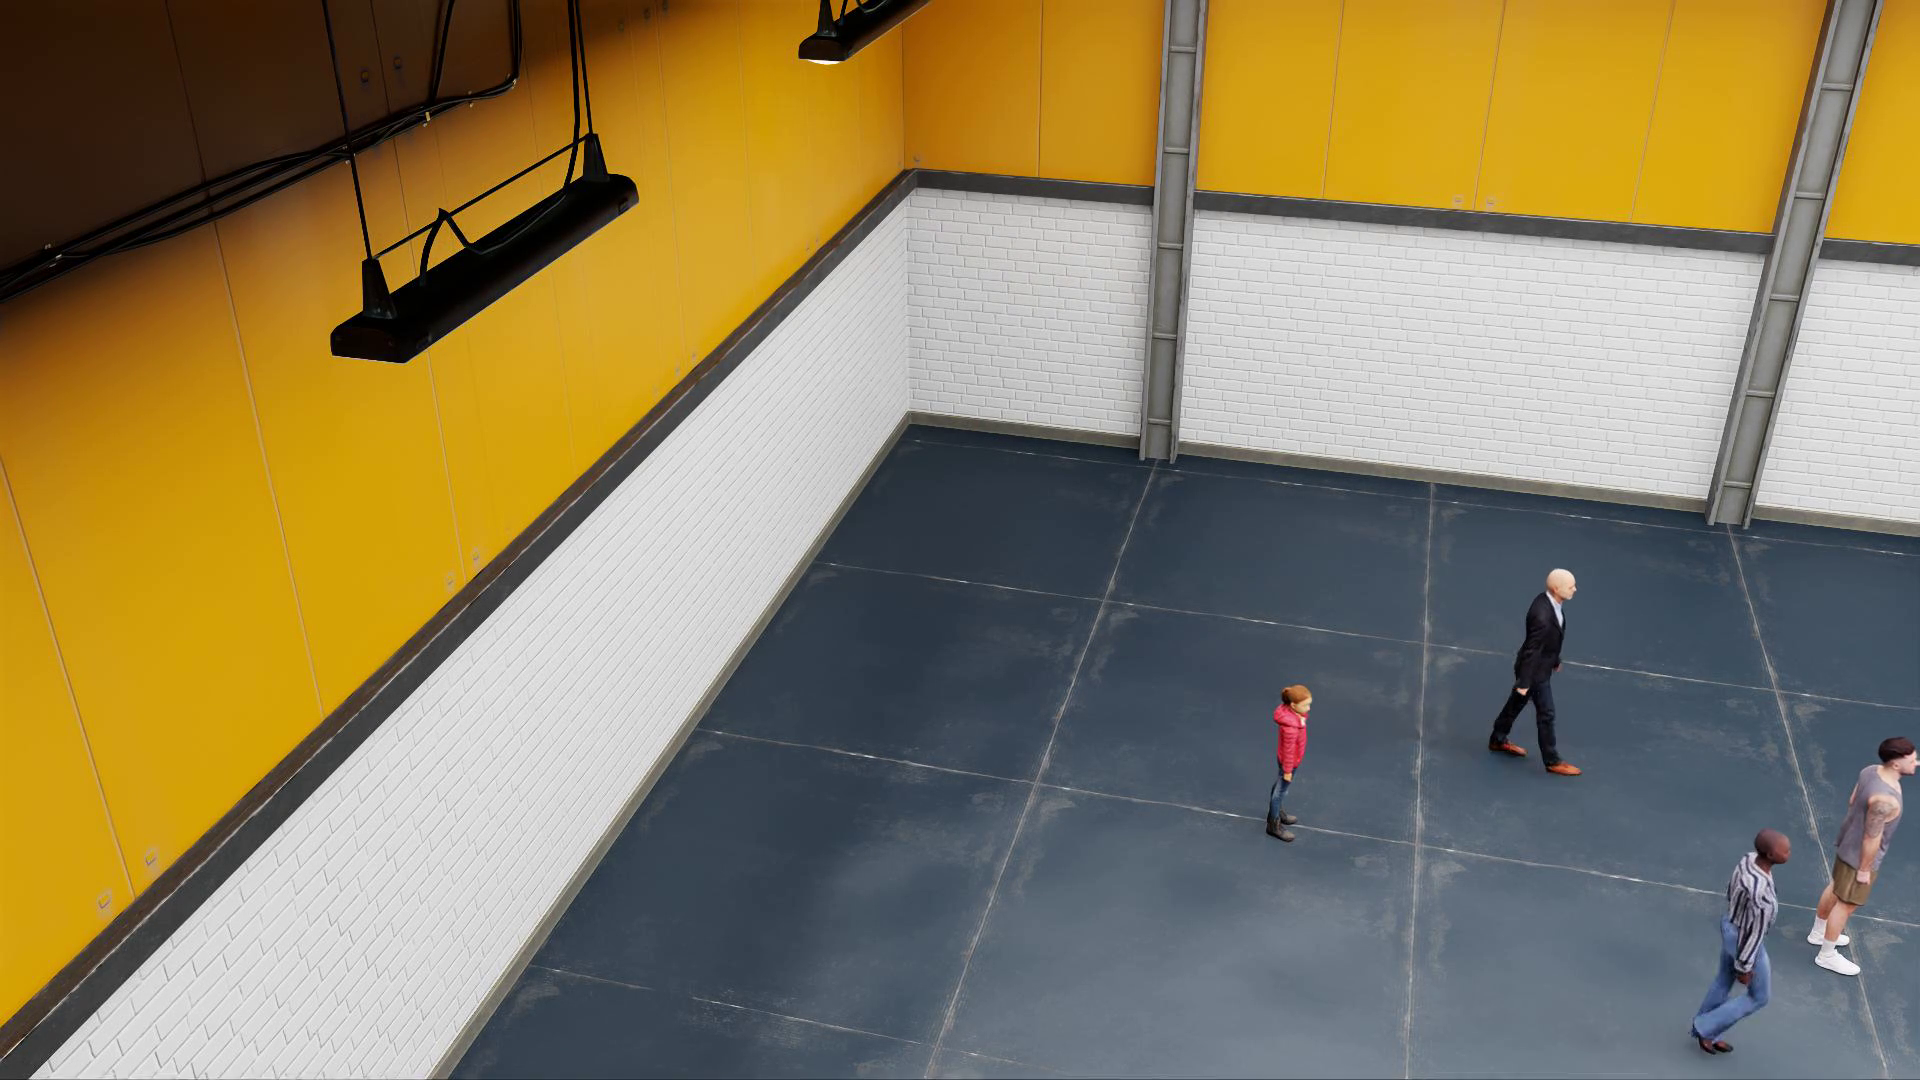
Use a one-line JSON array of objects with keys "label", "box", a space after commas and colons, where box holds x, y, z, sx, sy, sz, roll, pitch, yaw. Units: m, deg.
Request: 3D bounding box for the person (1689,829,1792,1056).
[{"label": "person", "box": [4.845, 2.557, 10.513, 0.608, 1.784, 0.657, 6, 29, 11]}]

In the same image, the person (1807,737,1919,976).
[{"label": "person", "box": [6.118, 2.096, 11.296, 0.566, 1.845, 0.621, 8, 30, 15]}]

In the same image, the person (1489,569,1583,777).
[{"label": "person", "box": [4.537, 1.009, 13.363, 1.056, 1.774, 0.847, 14, 31, 23]}]

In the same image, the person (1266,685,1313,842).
[{"label": "person", "box": [2.484, 1.663, 12.643, 0.482, 1.313, 0.504, 8, 30, 15]}]
